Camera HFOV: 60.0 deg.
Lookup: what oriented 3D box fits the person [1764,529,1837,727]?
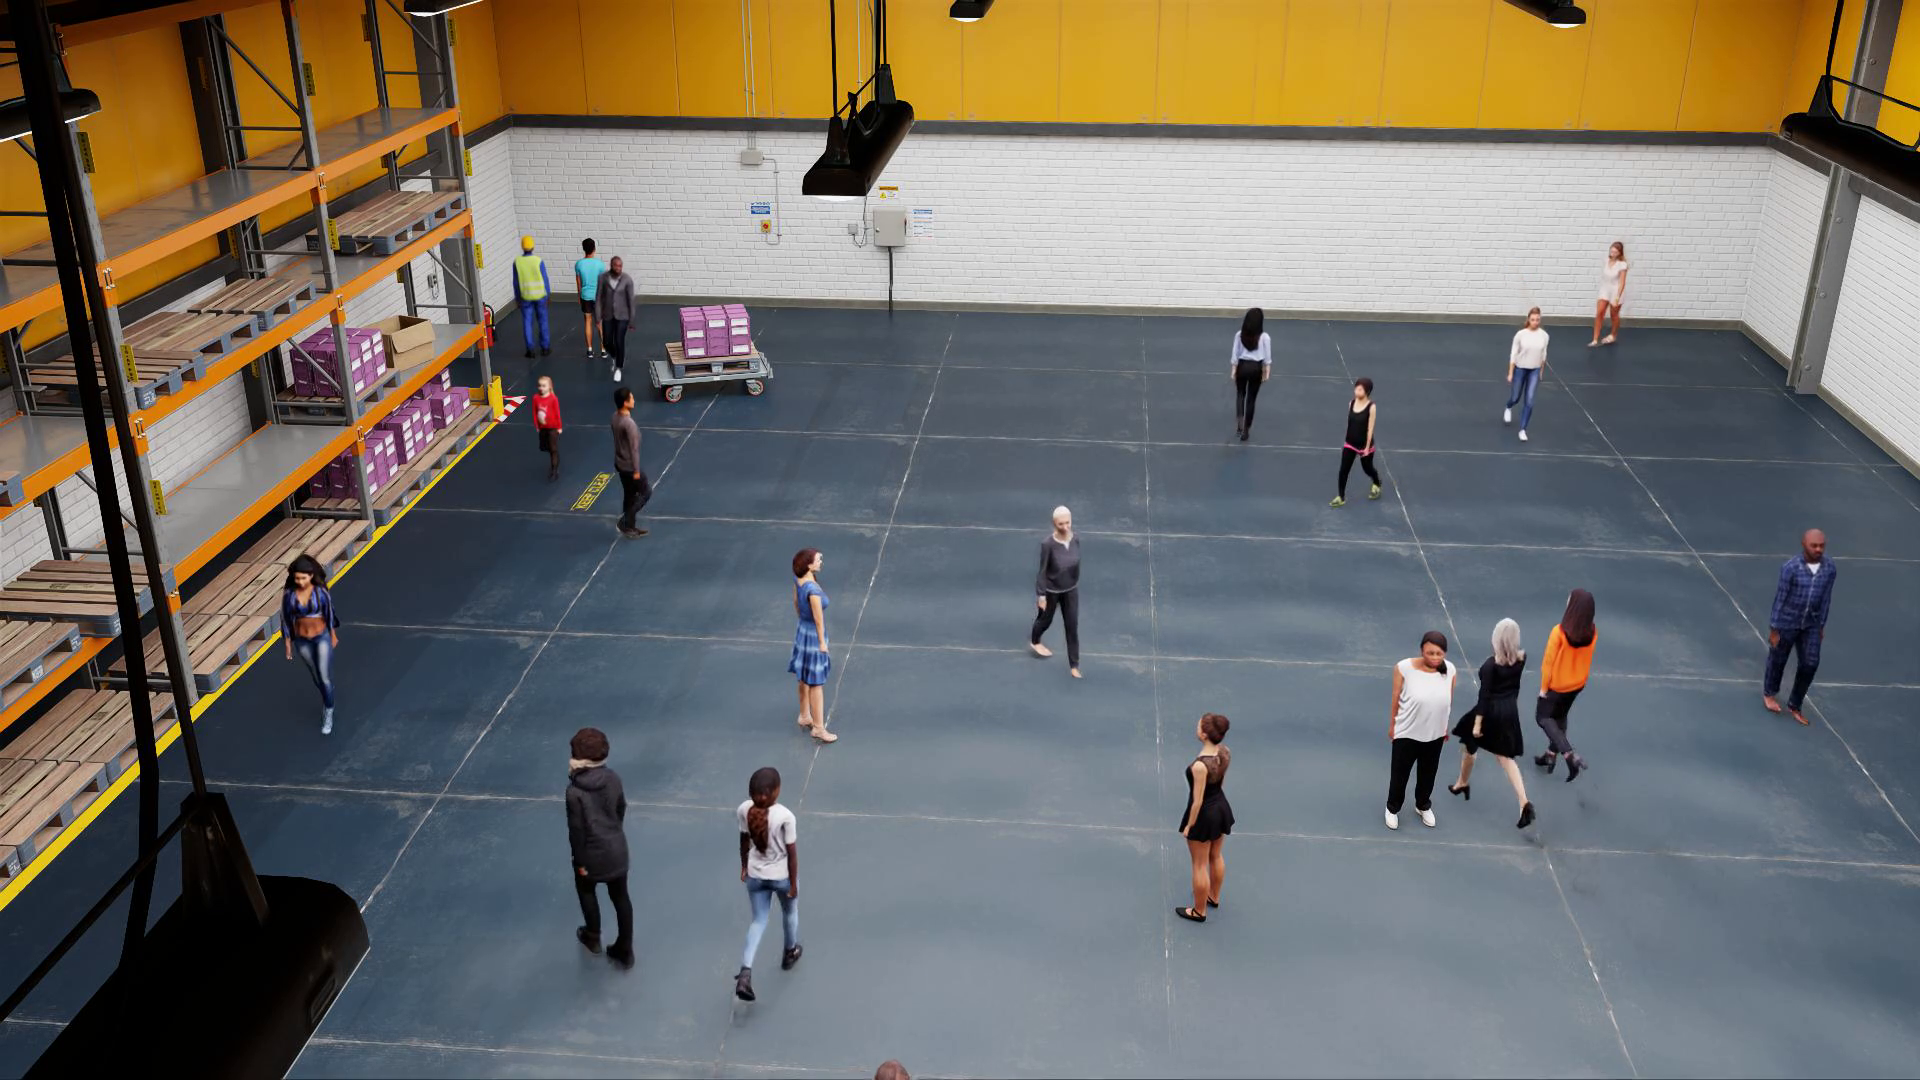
[{"bbox_3d":[7.426,0.698,14.835,0.724,1.795,0.835,1,24,1],"label":"person"}]

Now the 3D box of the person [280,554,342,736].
[{"bbox_3d":[-5.705,0.865,14.705,0.713,1.594,0.923,-2,24,-4],"label":"person"}]

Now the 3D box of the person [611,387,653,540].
[{"bbox_3d":[-3.737,-0.820,18.353,0.787,1.760,0.855,19,30,37],"label":"person"}]

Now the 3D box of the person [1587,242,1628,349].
[{"bbox_3d":[9.864,-3.707,25.120,1.104,1.630,1.021,-15,28,-31],"label":"person"}]

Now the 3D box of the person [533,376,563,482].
[{"bbox_3d":[-5.000,-1.395,20.281,0.495,1.268,0.773,2,24,5],"label":"person"}]

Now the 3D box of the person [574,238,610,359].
[{"bbox_3d":[-5.450,-3.586,24.664,0.643,1.773,0.573,-2,24,-5],"label":"person"}]

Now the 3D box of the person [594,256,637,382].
[{"bbox_3d":[-4.893,-3.181,23.706,0.771,1.797,0.774,1,24,2],"label":"person"}]

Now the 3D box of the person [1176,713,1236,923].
[{"bbox_3d":[1.785,1.988,12.035,0.739,1.675,0.656,18,30,36],"label":"person"}]

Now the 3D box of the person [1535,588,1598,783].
[{"bbox_3d":[5.018,1.229,13.699,0.852,1.733,0.986,-10,25,-21],"label":"person"}]

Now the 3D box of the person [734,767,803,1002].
[{"bbox_3d":[-1.315,2.328,11.232,0.757,1.695,1.105,8,25,17],"label":"person"}]

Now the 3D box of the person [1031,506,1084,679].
[{"bbox_3d":[0.893,0.428,15.612,1.033,1.668,1.217,-13,27,-27],"label":"person"}]

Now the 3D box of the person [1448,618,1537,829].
[{"bbox_3d":[4.310,1.477,13.166,1.025,1.706,1.220,-12,27,-26],"label":"person"}]

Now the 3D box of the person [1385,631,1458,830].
[{"bbox_3d":[3.655,1.486,13.168,0.683,1.687,0.644,-1,24,-3],"label":"person"}]

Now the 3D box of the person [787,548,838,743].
[{"bbox_3d":[-1.273,0.896,14.369,0.818,1.805,0.713,-13,27,-27],"label":"person"}]

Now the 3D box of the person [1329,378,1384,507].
[{"bbox_3d":[4.712,-1.141,19.388,1.050,1.520,0.961,-21,31,-39],"label":"person"}]

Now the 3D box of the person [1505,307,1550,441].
[{"bbox_3d":[7.318,-2.184,21.549,0.601,1.698,0.997,2,24,5],"label":"person"}]

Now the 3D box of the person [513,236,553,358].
[{"bbox_3d":[-6.338,-3.609,24.663,0.754,1.815,0.714,-5,24,-12],"label":"person"}]

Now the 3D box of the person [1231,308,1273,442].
[{"bbox_3d":[3.691,-2.095,21.305,0.731,1.731,0.709,7,25,16],"label":"person"}]

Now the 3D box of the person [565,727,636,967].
[{"bbox_3d":[-2.454,2.190,11.497,0.942,1.736,0.878,21,31,40],"label":"person"}]
